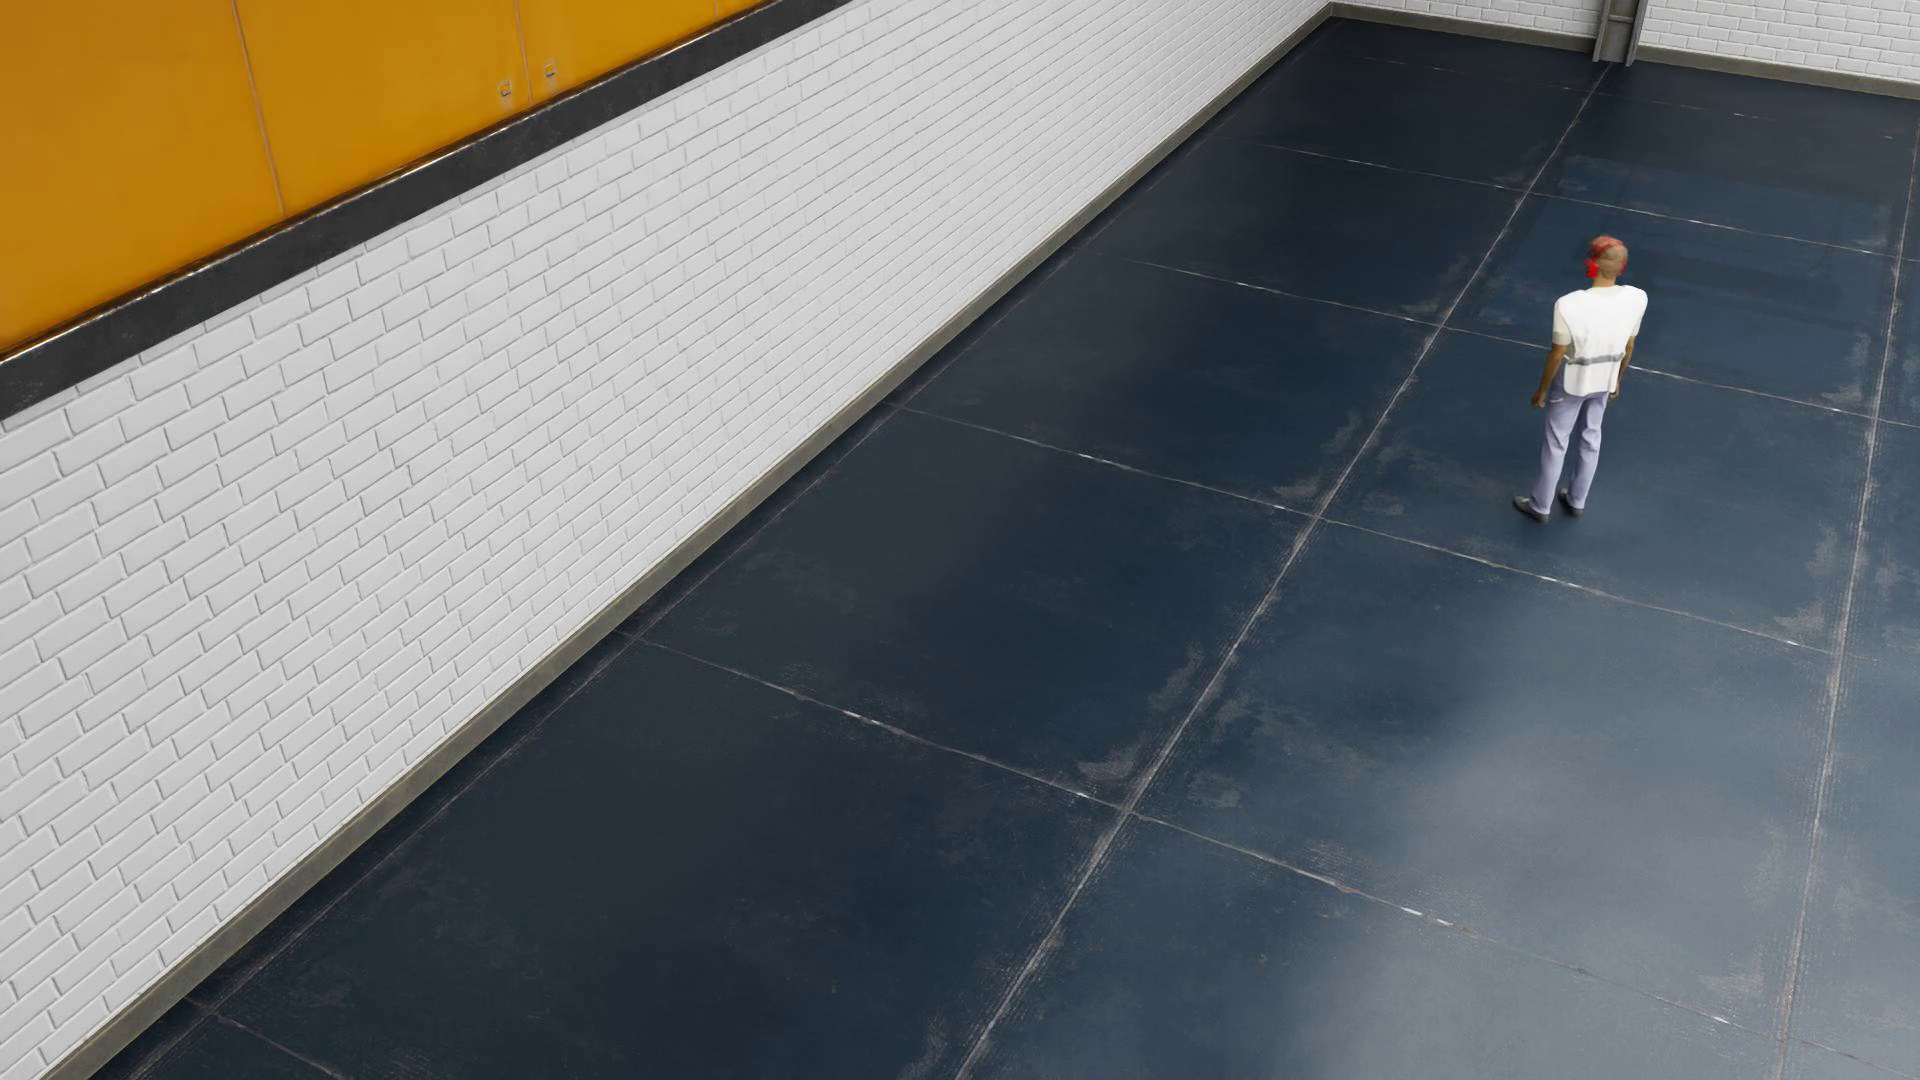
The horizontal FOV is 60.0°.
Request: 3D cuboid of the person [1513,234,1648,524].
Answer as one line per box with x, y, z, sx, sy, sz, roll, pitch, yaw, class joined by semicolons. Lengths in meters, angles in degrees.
3.718;-0.929;9.943;0.566;1.849;0.387;-7;35;-11;person
